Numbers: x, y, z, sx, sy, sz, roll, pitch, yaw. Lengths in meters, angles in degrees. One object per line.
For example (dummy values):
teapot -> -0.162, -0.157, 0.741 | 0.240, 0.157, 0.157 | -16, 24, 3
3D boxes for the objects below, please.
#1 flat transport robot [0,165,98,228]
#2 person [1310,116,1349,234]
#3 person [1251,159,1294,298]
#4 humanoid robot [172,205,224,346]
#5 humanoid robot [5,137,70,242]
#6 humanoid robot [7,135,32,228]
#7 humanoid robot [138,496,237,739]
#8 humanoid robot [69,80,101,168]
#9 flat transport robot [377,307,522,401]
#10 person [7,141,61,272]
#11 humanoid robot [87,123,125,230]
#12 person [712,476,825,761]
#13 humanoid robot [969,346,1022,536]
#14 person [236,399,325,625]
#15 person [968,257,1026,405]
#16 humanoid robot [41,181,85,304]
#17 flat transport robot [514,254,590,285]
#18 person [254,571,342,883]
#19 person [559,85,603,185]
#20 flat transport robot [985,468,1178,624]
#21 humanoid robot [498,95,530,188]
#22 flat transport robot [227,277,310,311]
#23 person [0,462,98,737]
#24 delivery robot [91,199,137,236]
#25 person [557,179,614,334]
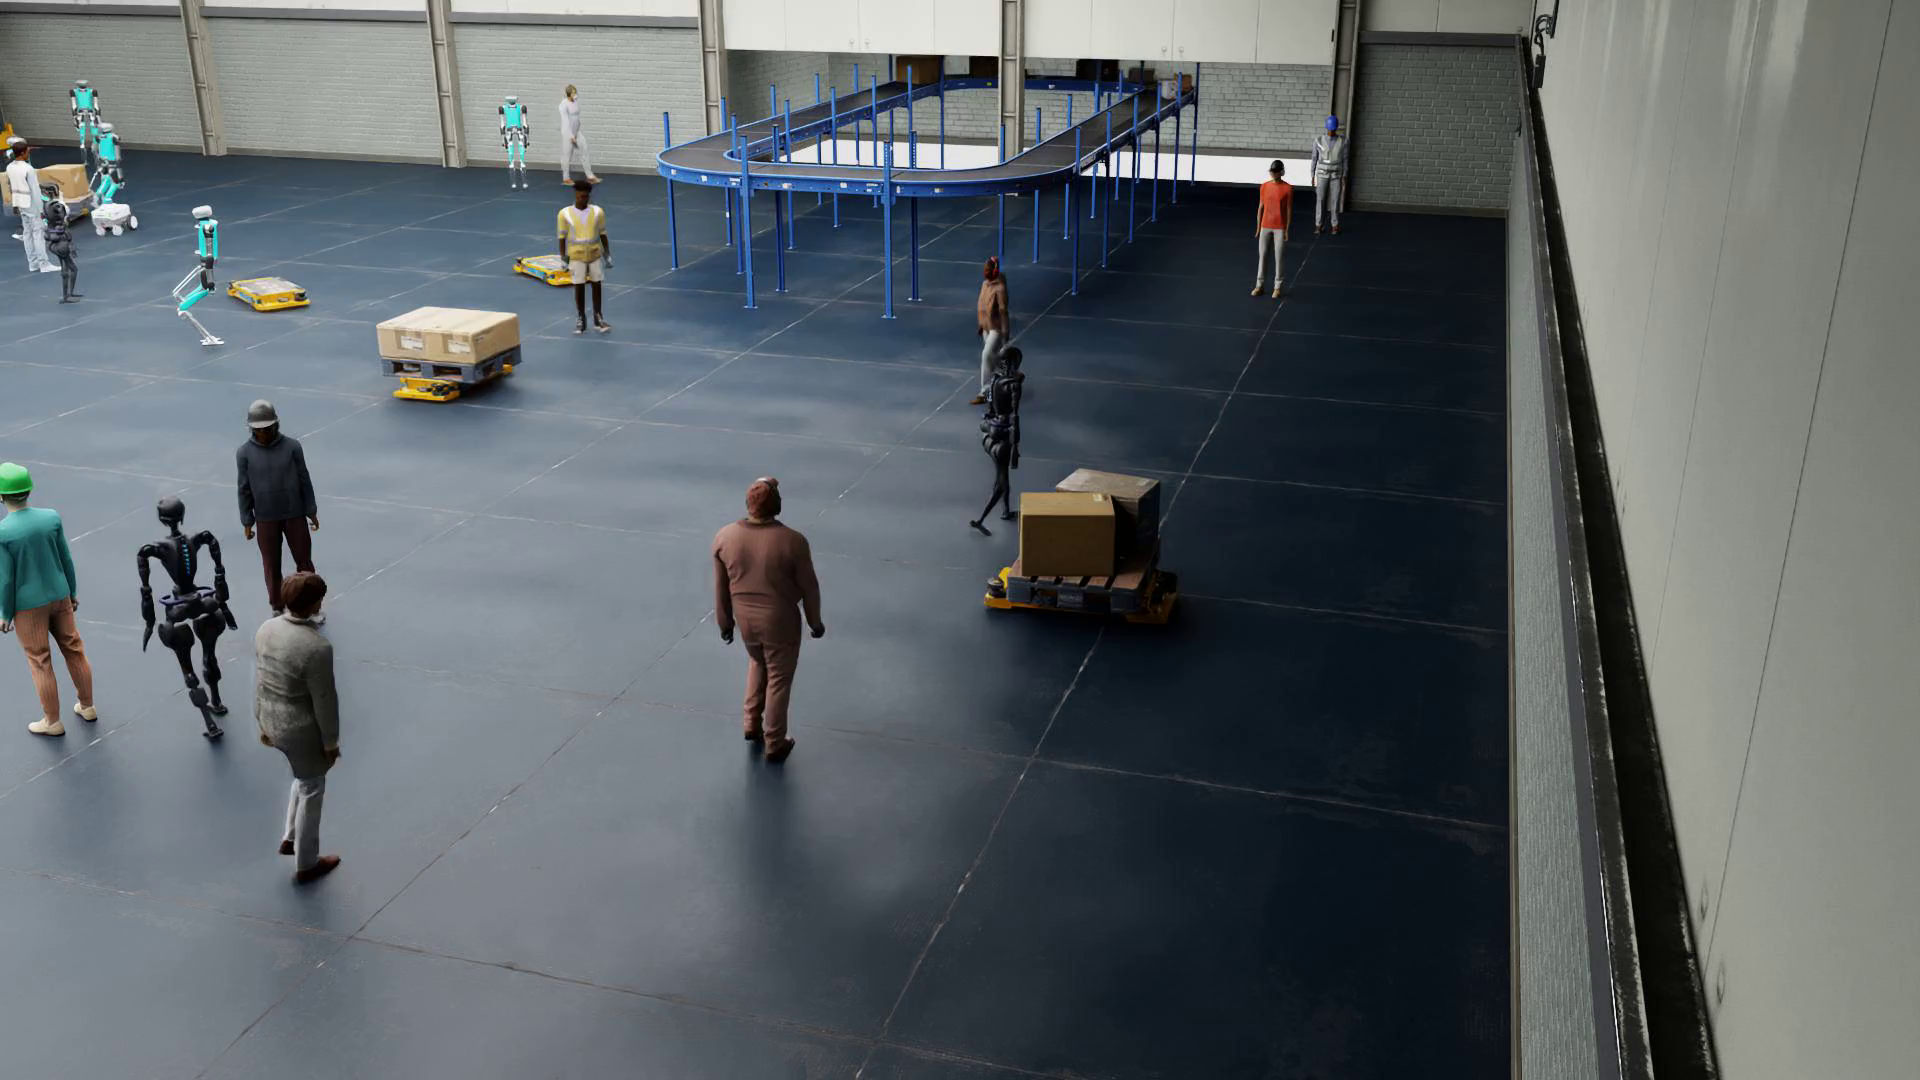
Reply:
flat transport robot -> -15.618, -5.585, 28.664 | 0.659, 0.231, 1.431 | -3, 21, -8
person -> 6.106, -6.036, 27.530 | 0.614, 1.933, 0.414 | 2, 21, 5
person -> 4.351, -4.321, 23.106 | 0.478, 1.909, 0.410 | 10, 23, 24
humanoid robot -> -9.342, -3.204, 20.261 | 0.735, 1.677, 0.533 | -9, 23, -23
humanoid robot -> -14.667, -5.526, 26.497 | 1.066, 1.736, 0.550 | 0, 21, -1
humanoid robot -> -15.396, -5.802, 27.266 | 0.596, 1.654, 0.389 | 9, 23, 23
humanoid robot -> -5.109, 0.495, 10.983 | 0.622, 1.645, 0.606 | 18, 28, 39
humanoid robot -> -18.044, -8.516, 34.355 | 0.539, 1.865, 0.796 | -6, 22, -15
flat transport robot -> -5.771, -1.871, 19.031 | 0.659, 0.231, 1.431 | 6, 22, 16
person -> -13.821, -4.944, 24.711 | 0.592, 1.919, 0.392 | 11, 24, 27
humanoid robot -> -14.278, -6.003, 27.695 | 0.544, 1.782, 0.732 | 10, 23, 24
person -> -1.206, 0.503, 10.622 | 0.646, 1.887, 0.463 | 8, 23, 20
humanoid robot -> 0.320, -0.894, 14.592 | 0.633, 1.655, 0.615 | -9, 23, -21
person -> -5.140, -0.198, 12.558 | 0.548, 1.806, 0.380 | -9, 23, -23
person -> 0.422, -2.333, 18.345 | 0.746, 1.625, 0.477 | -12, 24, -27
humanoid robot -> -12.352, -4.098, 22.848 | 0.602, 1.644, 0.391 | 18, 28, 39
flat transport robot -> -5.969, -3.988, 24.522 | 0.659, 0.231, 1.431 | -16, 26, -36
person -> -3.686, 1.053, 9.316 | 0.526, 1.803, 0.479 | 11, 24, 27
person -> -7.387, -7.805, 32.150 | 0.881, 1.909, 0.628 | 9, 23, 22
flat transport robot -> 0.971, 0.395, 13.153 | 1.431, 0.231, 0.659 | 6, 22, 14
humanoid robot -> -8.435, -7.541, 31.552 | 0.530, 1.692, 0.724 | -5, 22, -12
flat transport robot -> -9.592, -3.416, 23.039 | 0.659, 0.231, 1.431 | -17, 27, -37
person -> -6.054, 0.392, 10.929 | 0.351, 1.875, 0.510 | 13, 25, 30
delivery robot -> -14.144, -5.392, 27.772 | 0.517, 0.599, 0.770 | 0, 21, 1
person -> -4.777, -3.615, 21.226 | 0.671, 1.960, 0.369 | -11, 24, -26
